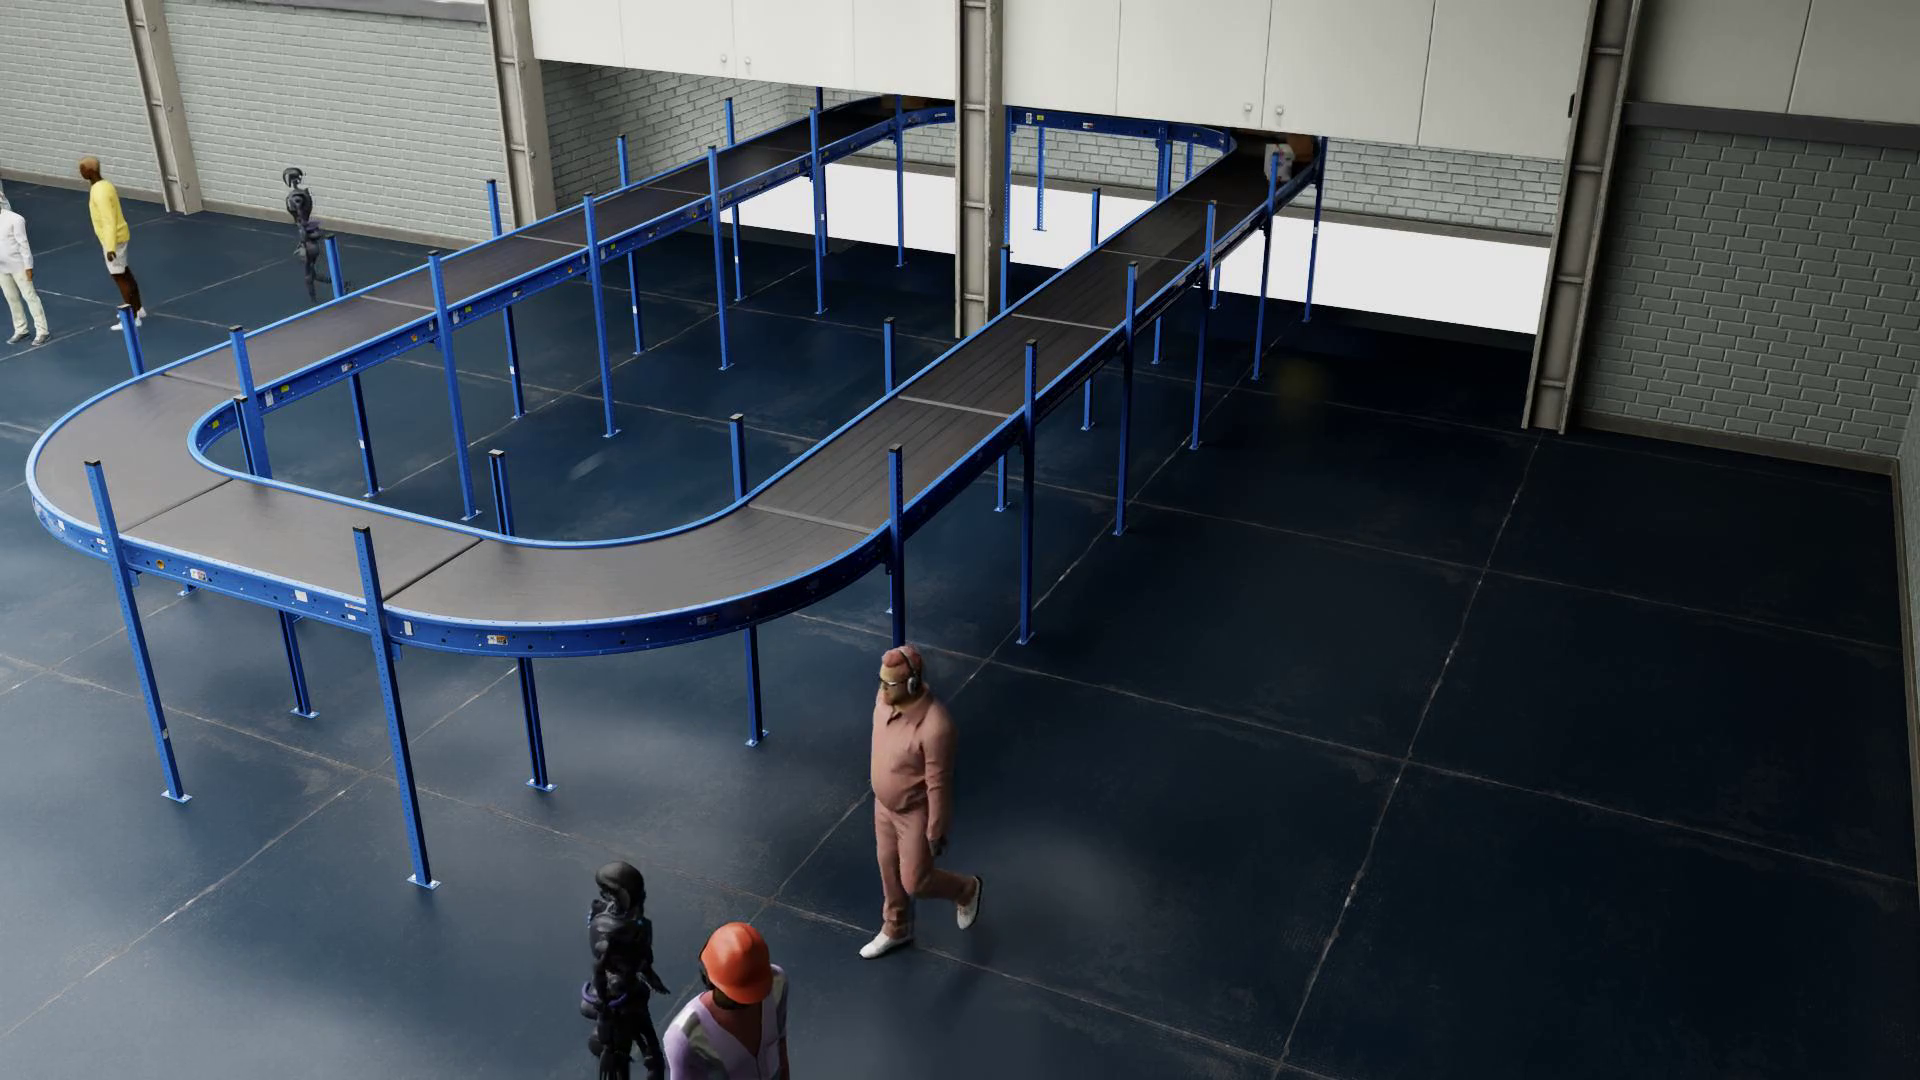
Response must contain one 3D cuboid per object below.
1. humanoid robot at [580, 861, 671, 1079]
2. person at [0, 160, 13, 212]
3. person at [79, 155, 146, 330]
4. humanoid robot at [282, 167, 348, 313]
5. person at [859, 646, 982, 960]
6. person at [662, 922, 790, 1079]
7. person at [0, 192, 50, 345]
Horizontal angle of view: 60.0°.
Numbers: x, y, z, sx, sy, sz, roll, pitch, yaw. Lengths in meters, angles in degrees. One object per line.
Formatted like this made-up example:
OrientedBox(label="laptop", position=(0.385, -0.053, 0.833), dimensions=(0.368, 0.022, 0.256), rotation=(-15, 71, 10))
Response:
OrientedBox(label="humanoid robot", position=(-1.558, 2.125, 7.620), dimensions=(0.500, 1.646, 0.609), rotation=(5, 27, 9))
OrientedBox(label="person", position=(-12.232, -4.579, 20.827), dimensions=(0.373, 1.939, 0.629), rotation=(4, 27, 8))
OrientedBox(label="person", position=(-9.304, -3.275, 18.255), dimensions=(0.371, 1.895, 0.562), rotation=(-10, 28, -19))
OrientedBox(label="humanoid robot", position=(-7.268, -3.377, 18.705), dimensions=(0.521, 1.643, 0.587), rotation=(-10, 28, -20))
OrientedBox(label="person", position=(-0.235, 1.392, 8.846), dimensions=(0.626, 1.891, 0.656), rotation=(-18, 32, -32))
OrientedBox(label="person", position=(-0.872, 2.367, 6.728), dimensions=(0.400, 2.033, 0.606), rotation=(20, 33, 35))
OrientedBox(label="person", position=(-10.143, -2.933, 17.726), dimensions=(0.564, 1.743, 0.349), rotation=(5, 27, 10))
